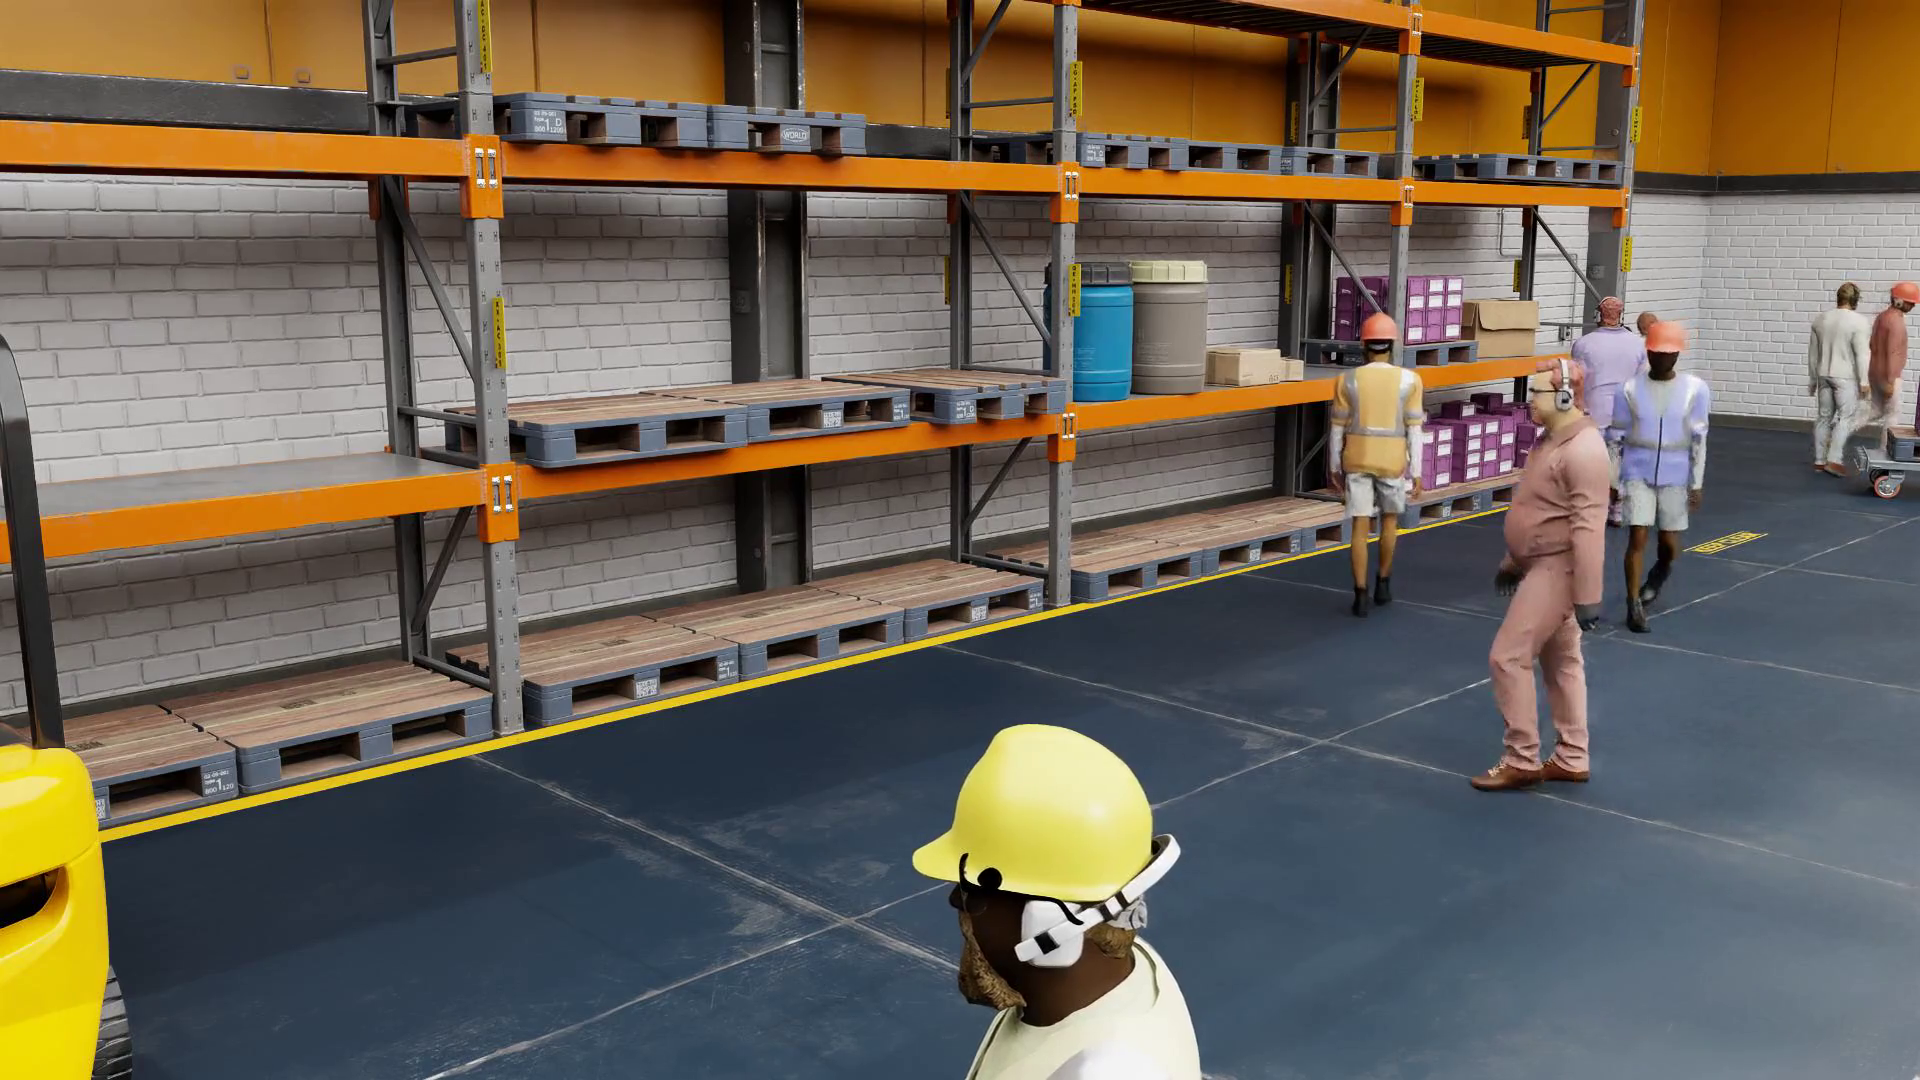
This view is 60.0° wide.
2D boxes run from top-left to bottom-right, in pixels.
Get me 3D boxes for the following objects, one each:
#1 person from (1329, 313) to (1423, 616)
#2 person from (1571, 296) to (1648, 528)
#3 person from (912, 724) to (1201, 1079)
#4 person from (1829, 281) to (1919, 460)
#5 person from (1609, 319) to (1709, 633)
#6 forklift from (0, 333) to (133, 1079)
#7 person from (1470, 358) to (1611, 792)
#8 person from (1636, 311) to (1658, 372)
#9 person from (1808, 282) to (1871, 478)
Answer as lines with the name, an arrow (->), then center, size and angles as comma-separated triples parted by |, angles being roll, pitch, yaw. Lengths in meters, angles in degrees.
person -> 2.676, -0.498, 10.717 | 0.594, 1.905, 0.811 | 2, 11, 12
person -> 5.281, -1.039, 13.679 | 0.641, 1.908, 0.407 | -1, 10, -5
person -> 0.113, 1.121, 2.095 | 0.404, 1.831, 0.601 | 1, 10, 3
person -> 9.523, -1.713, 17.247 | 0.759, 1.944, 0.658 | 2, 11, 8
person -> 4.290, -0.418, 10.271 | 0.558, 1.917, 0.735 | 4, 11, 19
forklift -> -3.289, 0.485, 4.582 | 1.214, 2.155, 2.313 | -10, 14, -44
person -> 2.484, 0.156, 7.227 | 0.677, 1.885, 0.649 | 2, 11, 13
person -> 7.122, -1.564, 17.326 | 0.517, 1.620, 0.668 | 1, 10, 4
person -> 8.783, -1.613, 16.744 | 0.560, 1.939, 0.705 | -4, 11, -19
